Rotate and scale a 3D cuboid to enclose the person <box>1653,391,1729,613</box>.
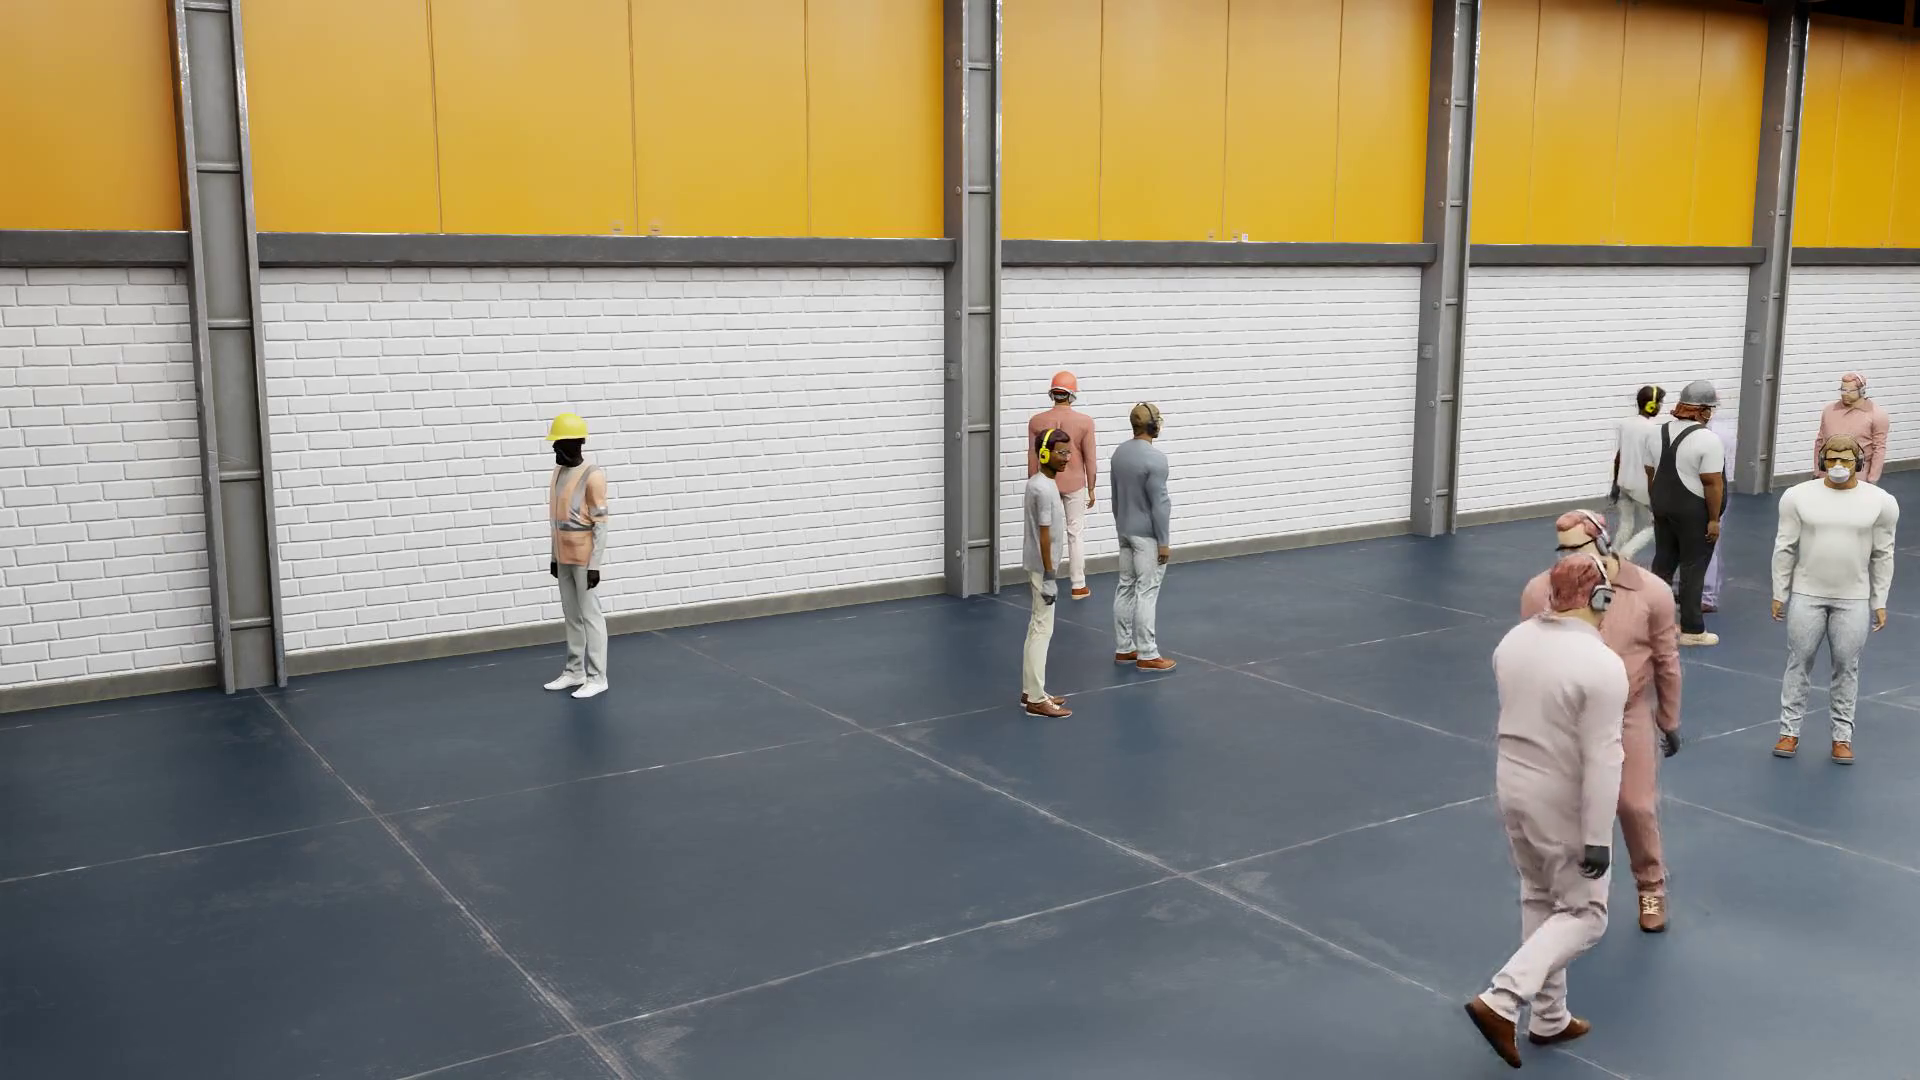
[{"bbox_3d":[6.068,-0.310,13.855,0.591,1.884,0.652,-2,10,-10],"label":"person"}]

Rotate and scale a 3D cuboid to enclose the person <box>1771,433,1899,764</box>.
[{"bbox_3d":[5.103,0.340,9.762,0.635,1.938,0.362,5,11,26],"label":"person"}]

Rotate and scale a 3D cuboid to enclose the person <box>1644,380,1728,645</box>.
[{"bbox_3d":[5.652,-0.224,12.858,0.536,2.000,0.688,-4,10,-20],"label":"person"}]

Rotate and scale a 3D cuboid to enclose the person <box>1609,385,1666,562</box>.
[{"bbox_3d":[6.024,-0.458,14.853,0.426,1.848,0.642,-3,10,-16],"label":"person"}]

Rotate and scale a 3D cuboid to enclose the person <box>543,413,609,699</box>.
[{"bbox_3d":[-2.597,0.101,11.238,0.585,1.928,0.365,9,13,44],"label":"person"}]

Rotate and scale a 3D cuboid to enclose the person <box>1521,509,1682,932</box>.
[{"bbox_3d":[2.802,0.780,7.343,0.691,1.864,0.469,5,11,27],"label":"person"}]

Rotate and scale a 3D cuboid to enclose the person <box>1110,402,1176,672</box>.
[{"bbox_3d":[1.315,-0.023,11.953,0.368,1.940,0.632,-5,11,-27],"label":"person"}]

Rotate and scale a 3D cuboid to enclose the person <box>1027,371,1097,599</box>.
[{"bbox_3d":[0.894,-0.473,14.494,0.612,1.995,0.382,2,10,14],"label":"person"}]

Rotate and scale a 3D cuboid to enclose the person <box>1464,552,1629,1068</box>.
[{"bbox_3d":[2.104,0.985,6.080,0.631,1.881,0.665,-4,10,-20],"label":"person"}]

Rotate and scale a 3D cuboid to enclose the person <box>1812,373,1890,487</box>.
[{"bbox_3d":[8.338,-0.620,15.669,0.407,1.902,0.639,-7,11,-35],"label":"person"}]

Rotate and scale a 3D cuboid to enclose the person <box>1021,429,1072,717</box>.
[{"bbox_3d":[0.560,0.209,10.786,0.310,1.861,0.534,-1,9,-3],"label":"person"}]
